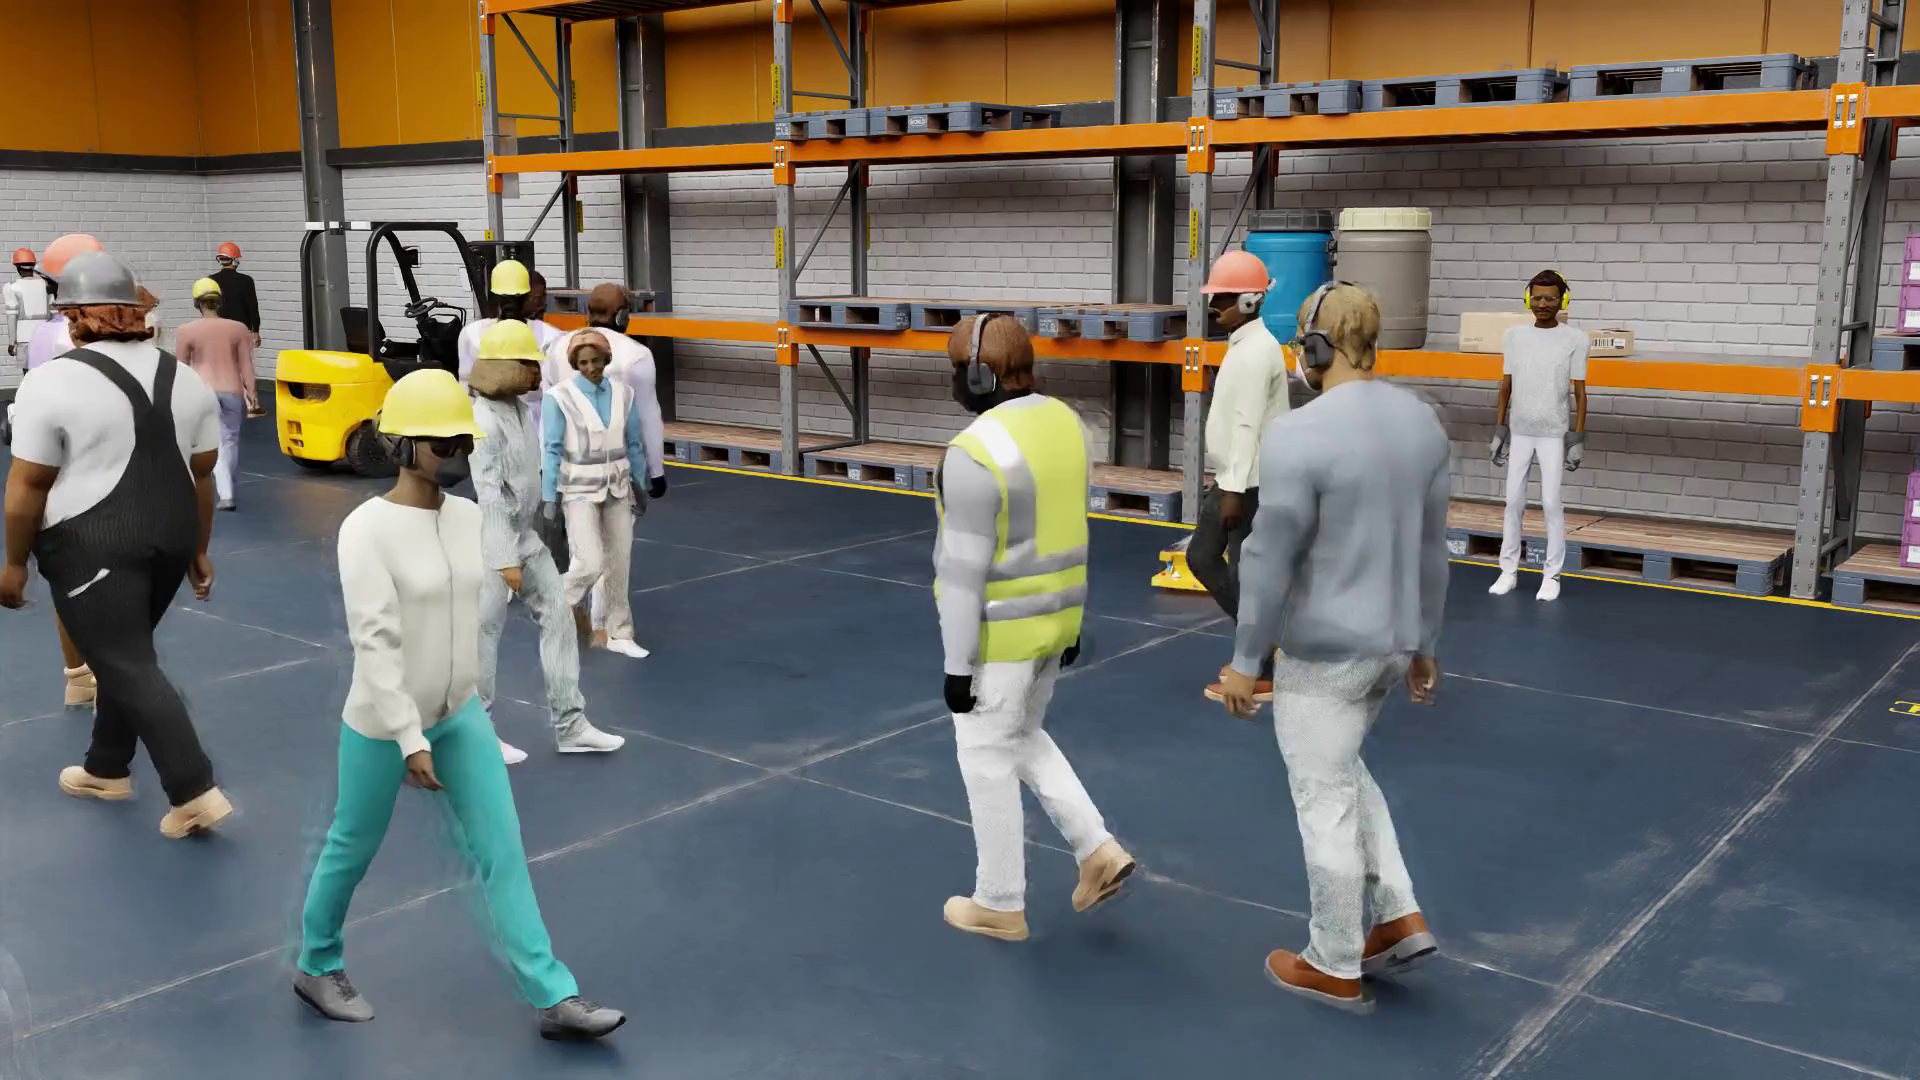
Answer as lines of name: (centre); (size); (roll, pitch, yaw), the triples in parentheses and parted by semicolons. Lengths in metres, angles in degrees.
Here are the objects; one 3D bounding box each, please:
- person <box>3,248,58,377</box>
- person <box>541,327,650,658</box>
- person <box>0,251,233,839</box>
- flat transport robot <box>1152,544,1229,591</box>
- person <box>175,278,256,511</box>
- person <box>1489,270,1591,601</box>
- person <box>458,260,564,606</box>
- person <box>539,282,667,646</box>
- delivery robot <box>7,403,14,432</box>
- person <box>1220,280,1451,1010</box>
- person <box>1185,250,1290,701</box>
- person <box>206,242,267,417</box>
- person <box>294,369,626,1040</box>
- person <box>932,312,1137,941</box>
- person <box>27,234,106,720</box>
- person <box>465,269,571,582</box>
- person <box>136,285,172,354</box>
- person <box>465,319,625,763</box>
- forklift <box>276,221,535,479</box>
person: (-10.119, -2.206, 18.150); (0.377, 1.932, 0.551); (8, 13, 39)
person: (-1.757, -0.209, 7.926); (0.442, 1.619, 0.582); (9, 13, 40)
person: (-2.865, -0.013, 5.704); (0.998, 2.000, 0.680); (4, 11, 22)
flat transport robot: (1.692, 0.092, 10.023); (0.652, 0.197, 1.431); (5, 11, 25)
person: (-5.671, -1.108, 12.618); (0.542, 1.724, 0.875); (-8, 13, -38)
person: (3.264, -0.586, 9.402); (0.515, 1.856, 0.325); (8, 13, 38)
person: (-2.446, -0.575, 9.167); (0.623, 1.907, 0.536); (-2, 11, -14)
person: (-1.768, -0.362, 8.288); (0.641, 1.820, 0.435); (6, 12, 29)
delivery robot: (-9.240, -1.291, 16.642); (0.477, 0.478, 0.707); (-2, 11, -12)
person: (0.984, 0.289, 4.363); (0.622, 1.918, 0.430); (-9, 14, -42)
person: (1.218, -0.262, 7.274); (0.438, 1.978, 0.620); (0, 10, -2)
person: (-8.288, -2.389, 18.994); (0.610, 1.996, 0.386); (0, 10, 2)
person: (-1.339, 0.430, 4.162); (0.965, 1.713, 0.523); (5, 11, 25)
person: (0.160, 0.276, 4.707); (0.500, 1.826, 0.642); (7, 13, 35)
person: (-3.683, -0.261, 7.066); (0.607, 2.045, 0.390); (9, 14, 42)
person: (-2.696, -0.658, 9.790); (1.029, 1.860, 0.603); (2, 10, 13)
person: (-7.759, -1.652, 16.013); (0.749, 1.578, 0.512); (-7, 12, -32)
person: (-1.625, 0.027, 6.349); (0.738, 1.714, 0.512); (2, 10, 9)
forklift: (-4.922, -1.741, 14.854); (1.214, 2.155, 2.313); (8, 13, 38)
